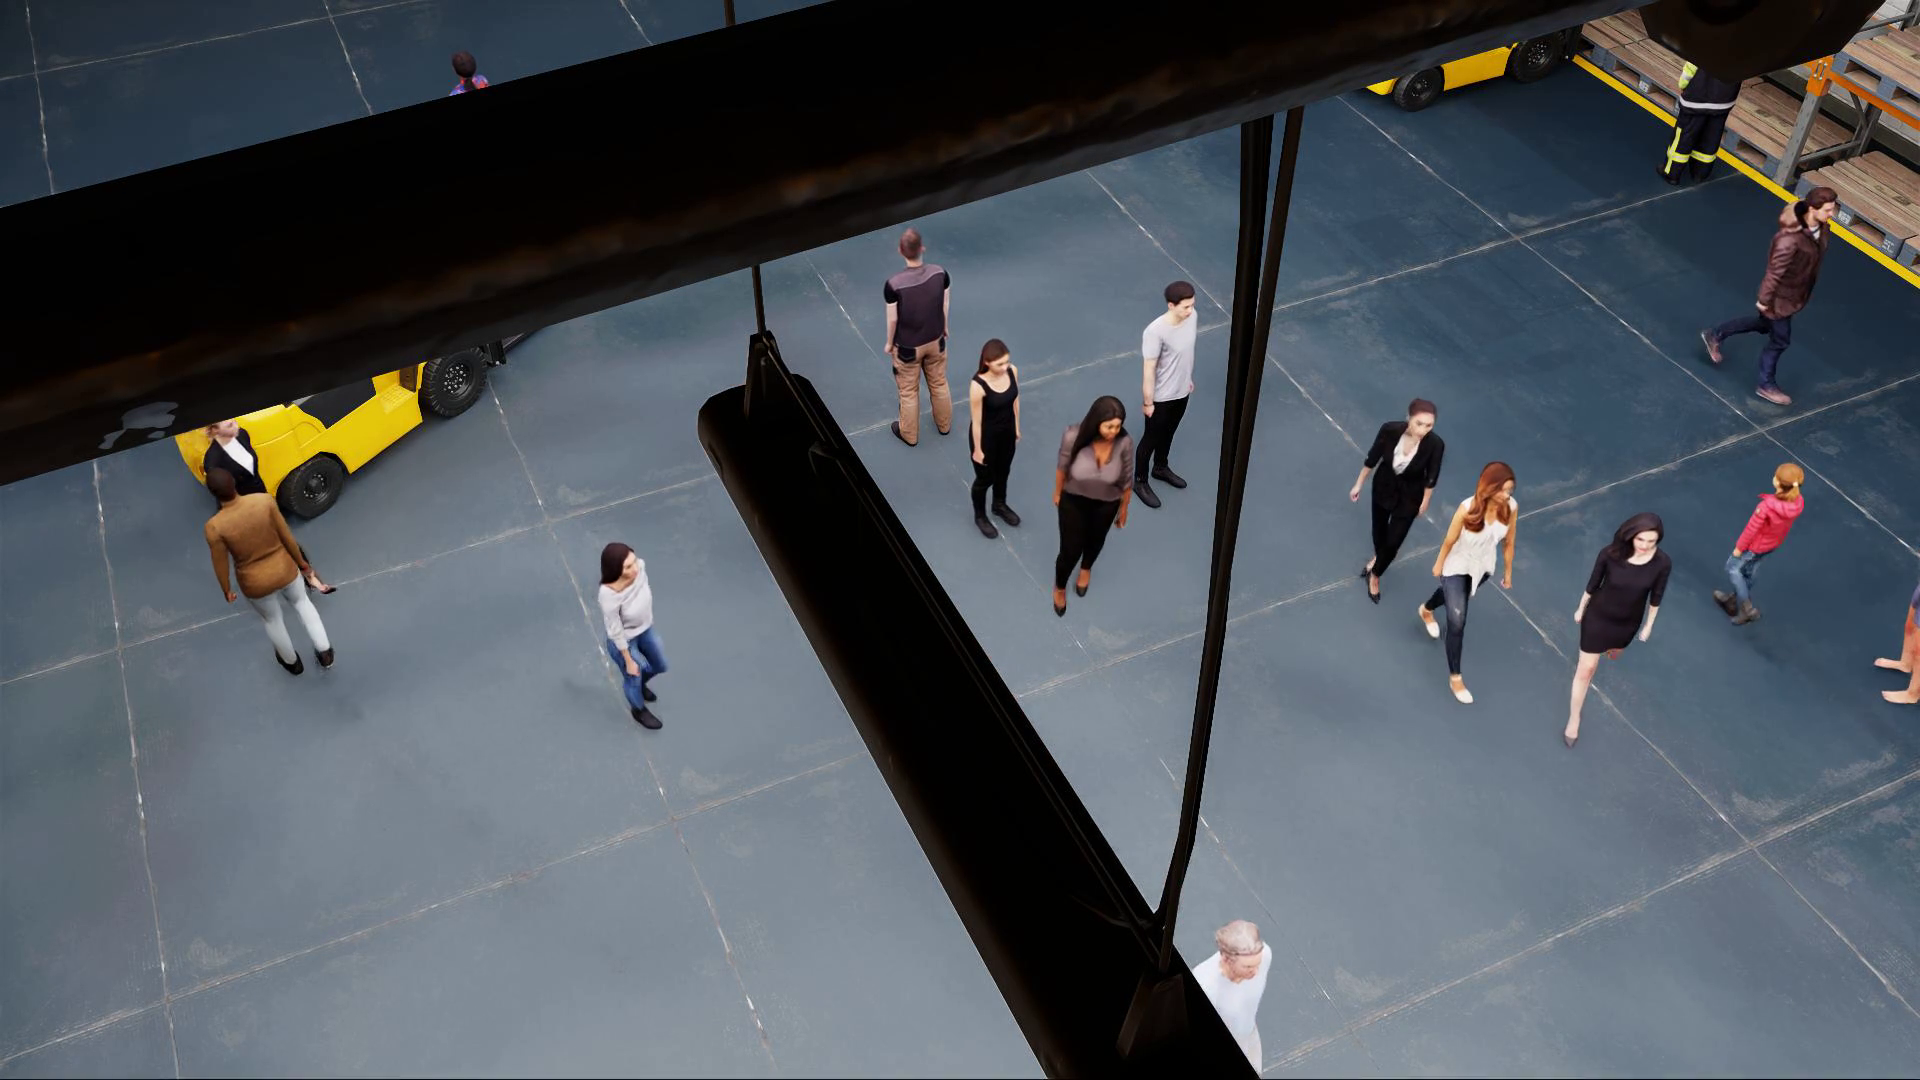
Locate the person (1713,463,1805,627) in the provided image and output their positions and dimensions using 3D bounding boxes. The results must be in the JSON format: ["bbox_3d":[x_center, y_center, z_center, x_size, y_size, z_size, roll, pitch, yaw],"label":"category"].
[{"bbox_3d":[5.421,0.073,11.186,0.539,1.304,0.673,-15,46,-16],"label":"person"}]

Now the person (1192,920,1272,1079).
[{"bbox_3d":[1.230,2.418,8.338,0.771,1.836,1.221,-23,48,-22],"label":"person"}]

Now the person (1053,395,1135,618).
[{"bbox_3d":[0.881,-0.314,11.218,0.811,1.819,0.849,2,44,2],"label":"person"}]

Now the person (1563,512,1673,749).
[{"bbox_3d":[4.095,0.463,10.436,1.041,1.774,1.146,11,45,11],"label":"person"}]

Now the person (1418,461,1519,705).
[{"bbox_3d":[3.267,0.123,10.822,0.749,1.734,1.180,-10,45,-11],"label":"person"}]

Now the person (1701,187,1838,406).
[{"bbox_3d":[6.338,-1.973,12.960,0.956,1.819,1.229,-31,52,-29],"label":"person"}]

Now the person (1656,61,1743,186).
[{"bbox_3d":[6.853,-4.185,15.163,0.855,1.983,0.804,-2,44,-2],"label":"person"}]

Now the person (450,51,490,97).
[{"bbox_3d":[-4.207,-3.496,14.615,0.680,1.741,0.666,24,49,23],"label":"person"}]

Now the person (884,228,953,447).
[{"bbox_3d":[-0.314,-1.515,12.464,0.666,1.840,0.561,-19,47,-19],"label":"person"}]

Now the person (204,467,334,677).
[{"bbox_3d":[-4.407,0.250,10.633,0.770,1.810,0.740,-30,51,-28],"label":"person"}]

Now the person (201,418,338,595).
[{"bbox_3d":[-4.893,-0.227,11.234,1.017,1.673,0.963,14,45,14],"label":"person"}]

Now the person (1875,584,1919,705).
[{"bbox_3d":[6.282,0.375,10.644,0.698,1.615,0.614,9,44,9],"label":"person"}]

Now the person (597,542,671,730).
[{"bbox_3d":[-2.125,0.587,10.418,0.782,1.619,0.736,18,47,18],"label":"person"}]

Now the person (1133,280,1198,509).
[{"bbox_3d":[1.486,-1.091,12.003,0.730,1.862,0.678,-34,53,-31],"label":"person"}]

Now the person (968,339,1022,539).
[{"bbox_3d":[0.234,-0.740,11.770,0.661,1.675,0.659,-33,53,-30],"label":"person"}]

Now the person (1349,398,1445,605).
[{"bbox_3d":[3.016,-0.350,11.385,0.762,1.642,0.851,30,51,28],"label":"person"}]
